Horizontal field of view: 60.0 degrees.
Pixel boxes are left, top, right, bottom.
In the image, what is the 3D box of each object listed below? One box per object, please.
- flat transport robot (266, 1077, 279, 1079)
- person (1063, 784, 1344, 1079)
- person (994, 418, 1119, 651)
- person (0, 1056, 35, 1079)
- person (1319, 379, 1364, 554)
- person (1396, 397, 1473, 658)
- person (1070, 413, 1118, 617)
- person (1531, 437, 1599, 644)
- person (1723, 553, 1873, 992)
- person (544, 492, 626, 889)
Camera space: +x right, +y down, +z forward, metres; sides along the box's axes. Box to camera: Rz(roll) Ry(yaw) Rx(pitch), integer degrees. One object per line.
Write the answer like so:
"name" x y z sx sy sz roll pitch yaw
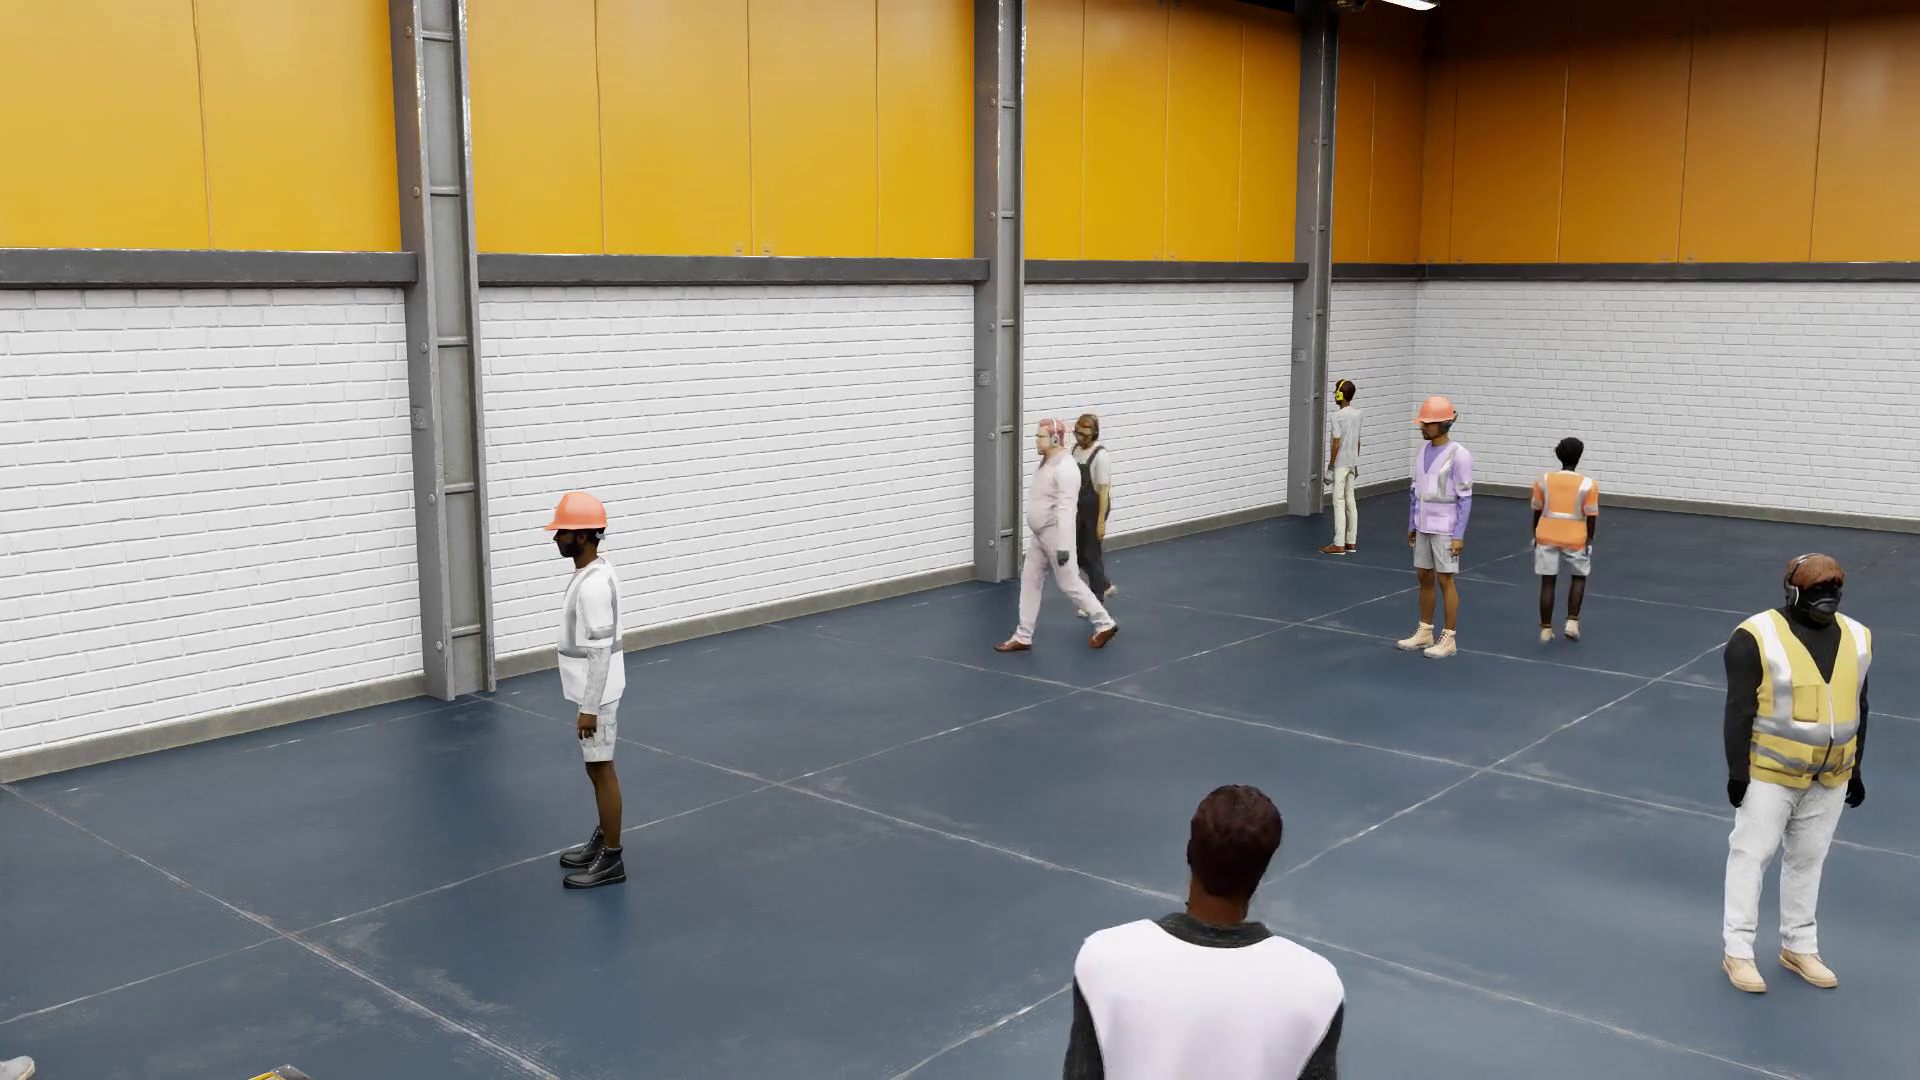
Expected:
"flat transport robot" -2.123 2.021 5.205 1.431 0.197 0.652 8 12 40
"person" 0.508 1.476 3.563 0.620 1.888 0.719 0 9 -1
"person" 0.794 -0.034 13.127 0.946 1.875 0.653 -3 9 -17
"person" -3.722 1.146 5.745 0.586 1.861 0.797 5 10 28
"person" 4.086 -0.779 17.794 0.513 1.870 0.328 -8 12 -42
"person" 3.695 -0.099 12.981 0.390 2.039 0.614 -4 10 -24
"person" 1.176 -0.216 14.465 0.613 1.802 0.572 -5 10 -30
"person" 4.875 0.009 13.436 0.544 1.683 0.453 5 10 30
"person" 3.493 0.963 6.938 0.624 1.844 0.430 -1 9 -6
"person" -1.816 0.727 8.116 0.359 1.939 0.542 -2 9 -14
